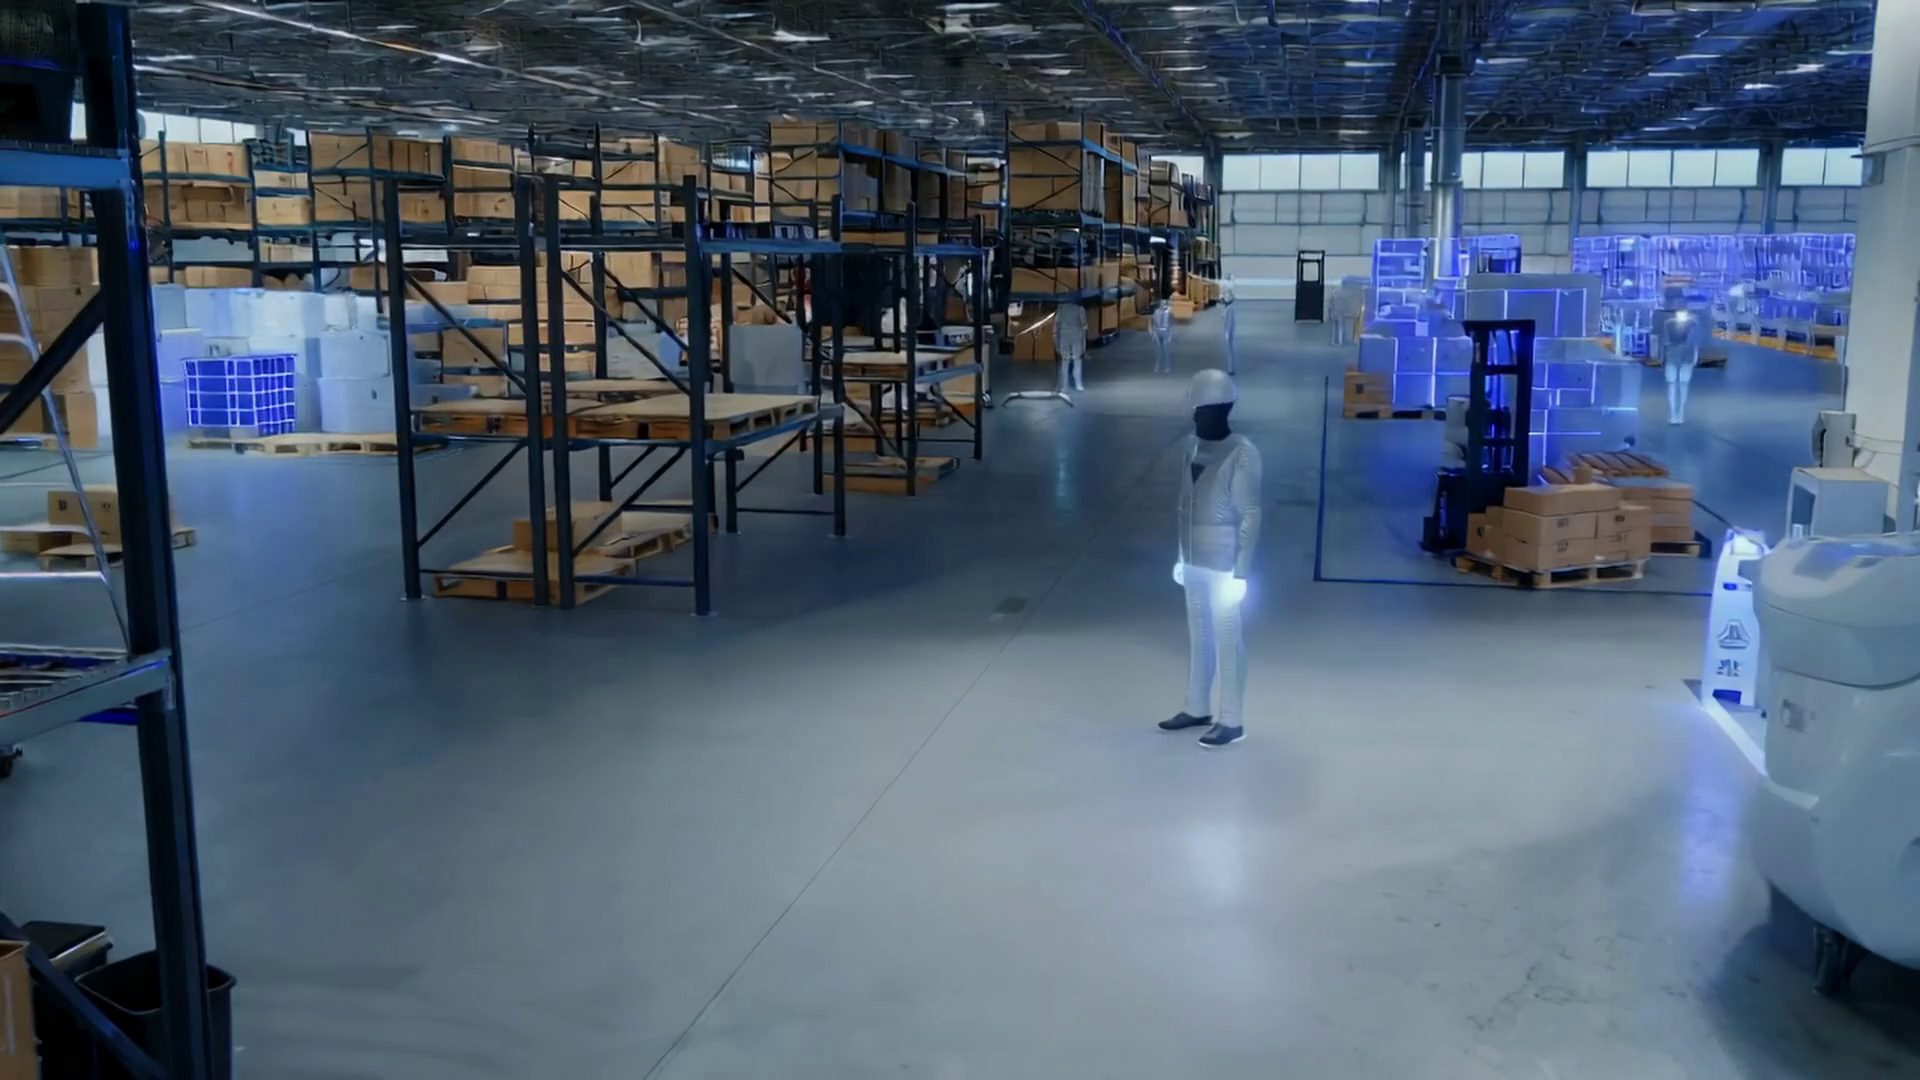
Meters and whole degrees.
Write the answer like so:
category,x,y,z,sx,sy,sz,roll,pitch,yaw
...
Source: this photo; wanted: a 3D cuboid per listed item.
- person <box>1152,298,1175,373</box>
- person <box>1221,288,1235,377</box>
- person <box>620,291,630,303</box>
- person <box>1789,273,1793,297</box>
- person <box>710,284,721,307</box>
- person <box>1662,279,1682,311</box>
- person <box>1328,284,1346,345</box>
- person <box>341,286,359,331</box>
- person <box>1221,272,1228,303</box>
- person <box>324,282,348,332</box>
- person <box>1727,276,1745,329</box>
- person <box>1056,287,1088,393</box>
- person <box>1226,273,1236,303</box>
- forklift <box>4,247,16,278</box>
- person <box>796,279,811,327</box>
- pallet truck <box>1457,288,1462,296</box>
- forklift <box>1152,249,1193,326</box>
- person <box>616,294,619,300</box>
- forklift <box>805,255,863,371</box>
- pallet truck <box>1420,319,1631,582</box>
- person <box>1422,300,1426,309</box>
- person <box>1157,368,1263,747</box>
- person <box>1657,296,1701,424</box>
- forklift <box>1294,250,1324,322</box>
category,x,y,z,sx,sy,sz,roll,pitch,yaw
person,4.454,-4.465,36.322,0.515,1.636,0.315,7,12,35
person,5.619,-4.339,34.889,0.311,1.869,0.530,0,10,-2
person,-8.369,-5.431,41.867,0.372,1.684,0.574,-4,10,-22
person,39.848,-11.879,79.643,0.590,1.833,0.404,-4,10,-22
person,-6.058,-5.244,40.168,0.604,1.906,0.408,0,10,-2
person,24.046,-7.911,56.190,0.593,1.822,0.470,3,10,19
person,10.964,-6.569,48.398,0.528,1.767,0.330,-2,10,-11
person,-15.621,-5.583,42.498,0.639,1.797,0.945,3,10,18
person,14.987,-14.278,94.123,0.429,1.737,0.569,7,12,38
person,-14.442,-4.968,38.413,0.630,1.940,0.372,-2,10,-9
person,26.302,-8.004,56.513,0.432,1.892,0.678,-3,10,-18
person,2.090,-3.715,30.904,0.609,1.964,0.367,4,11,24
person,14.553,-13.454,89.267,0.521,1.734,0.819,1,10,7
forklift,-27.086,-6.891,47.013,1.129,2.768,1.873,2,10,12
person,-4.661,-6.863,49.699,0.552,1.924,0.445,3,10,16
pallet truck,20.506,-9.785,68.819,0.653,1.274,1.630,2,10,12
forklift,7.646,-9.320,61.395,1.873,2.768,1.129,2,10,11
person,-8.472,-5.245,40.963,0.524,1.631,0.323,1,10,7
forklift,-2.515,-4.828,34.799,1.129,2.768,1.873,2,10,12
pallet truck,4.543,-0.757,13.299,0.823,1.965,1.885,-4,10,-22
person,15.803,-7.804,56.136,0.288,1.627,0.497,-6,11,-32
person,1.289,0.086,8.513,0.366,1.928,0.585,-5,11,-29
person,10.776,-2.688,24.968,0.584,1.912,0.627,6,11,31
forklift,13.778,-10.002,65.433,1.129,2.768,1.873,2,10,12
